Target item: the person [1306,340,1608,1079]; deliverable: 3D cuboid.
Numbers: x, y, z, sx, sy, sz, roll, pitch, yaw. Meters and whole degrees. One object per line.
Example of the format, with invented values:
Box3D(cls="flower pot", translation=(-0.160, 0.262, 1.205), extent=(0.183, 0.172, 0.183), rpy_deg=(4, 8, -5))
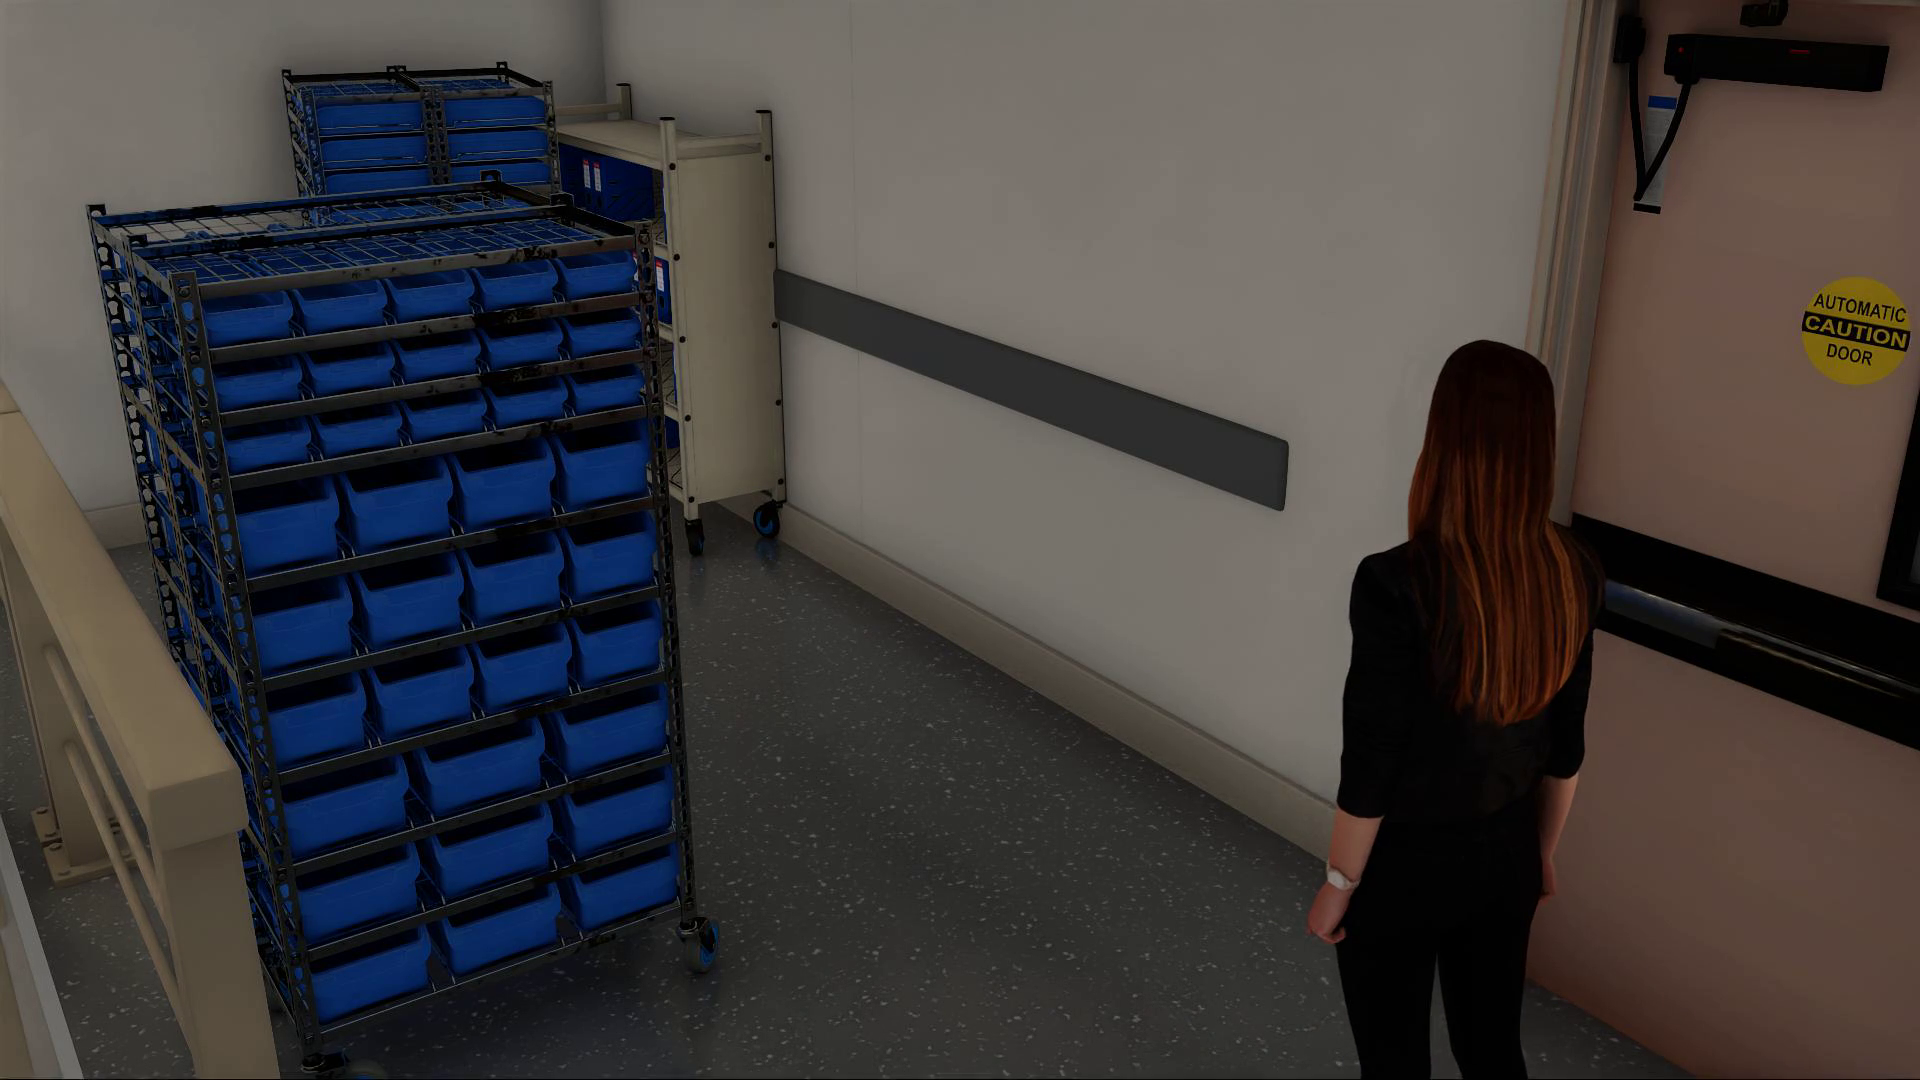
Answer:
Box3D(cls="person", translation=(0.791, 0.525, 2.693), extent=(0.671, 1.710, 0.632), rpy_deg=(-7, 22, -17))
